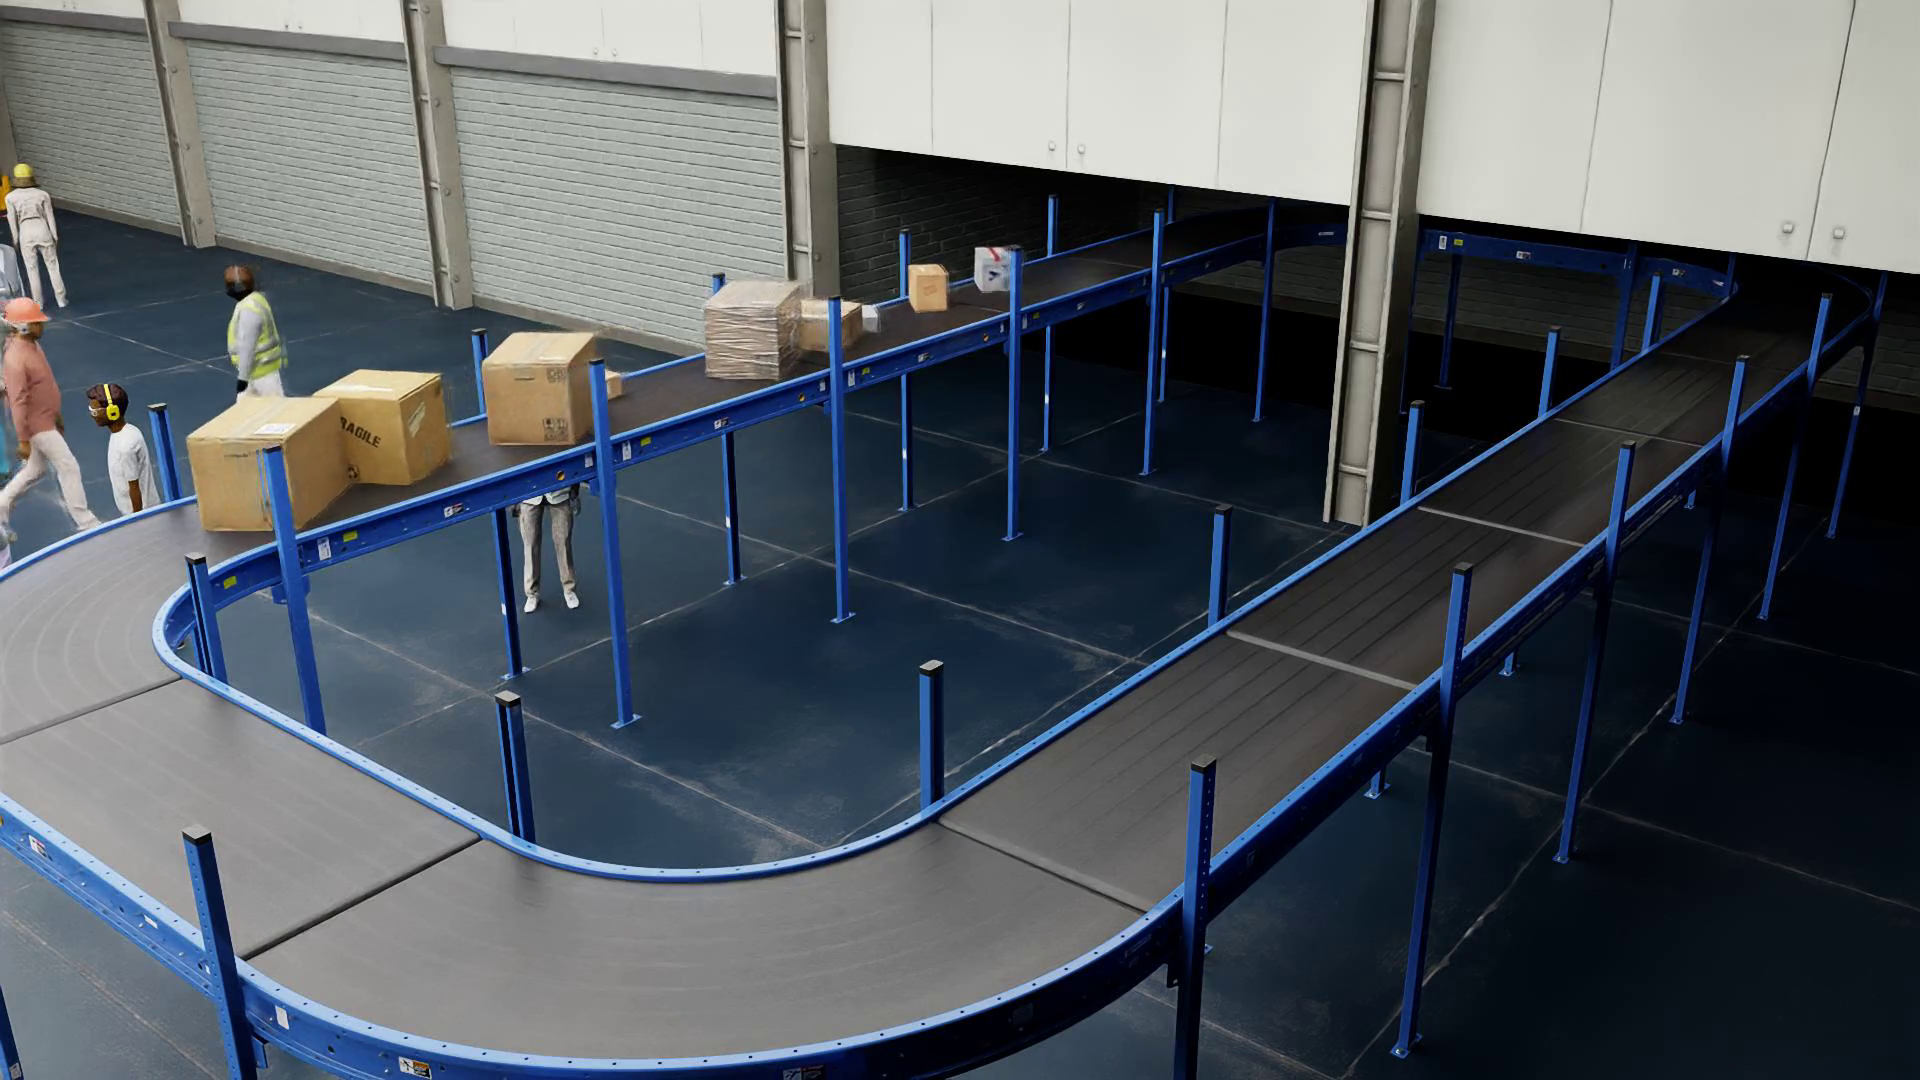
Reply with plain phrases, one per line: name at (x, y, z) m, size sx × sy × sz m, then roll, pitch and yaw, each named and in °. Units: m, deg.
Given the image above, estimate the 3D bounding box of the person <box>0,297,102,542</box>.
person at (-7.184, -0.902, 12.819) m, size 0.949 × 1.964 × 0.608 m, roll -8°, pitch 23°, yaw -19°

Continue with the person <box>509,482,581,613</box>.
person at (-2.917, -0.290, 11.682) m, size 0.514 × 1.642 × 0.311 m, roll -5°, pitch 22°, yaw -12°

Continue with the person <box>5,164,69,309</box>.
person at (-11.195, -3.673, 20.139) m, size 0.492 × 1.742 × 0.316 m, roll -11°, pitch 24°, yaw -26°

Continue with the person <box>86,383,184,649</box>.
person at (-5.455, -0.138, 11.010) m, size 0.329 × 1.861 × 0.504 m, roll -12°, pitch 24°, yaw -28°

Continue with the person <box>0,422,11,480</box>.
person at (-8.412, -1.340, 14.070) m, size 0.389 × 1.850 × 0.566 m, roll 8°, pitch 23°, yaw 21°
